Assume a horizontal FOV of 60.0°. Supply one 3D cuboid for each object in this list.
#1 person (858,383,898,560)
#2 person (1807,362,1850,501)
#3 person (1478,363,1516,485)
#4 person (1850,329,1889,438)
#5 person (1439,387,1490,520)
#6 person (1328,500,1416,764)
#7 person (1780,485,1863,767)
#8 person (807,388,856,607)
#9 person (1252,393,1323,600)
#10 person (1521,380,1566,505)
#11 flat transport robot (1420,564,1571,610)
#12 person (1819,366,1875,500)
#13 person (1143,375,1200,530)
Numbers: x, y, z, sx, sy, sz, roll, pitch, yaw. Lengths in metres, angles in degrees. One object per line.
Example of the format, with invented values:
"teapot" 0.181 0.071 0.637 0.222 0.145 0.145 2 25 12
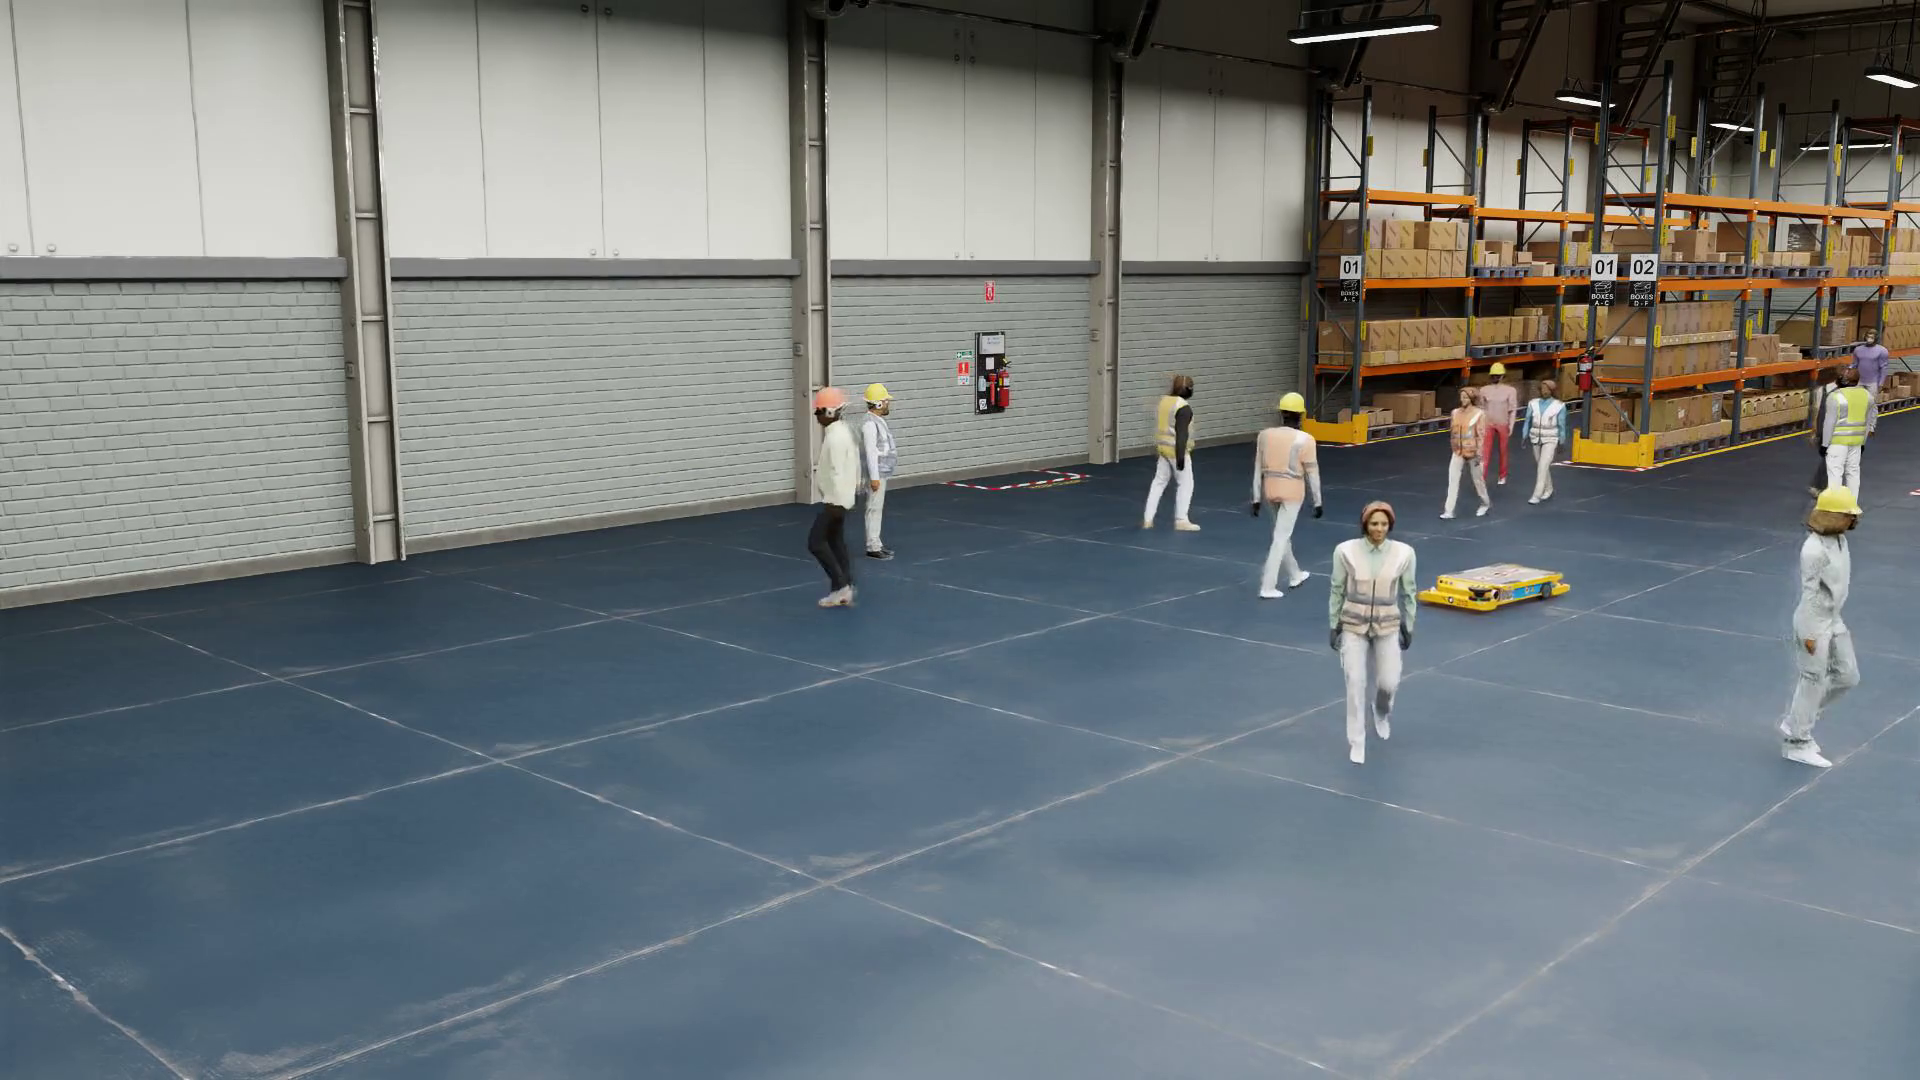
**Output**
"person" -0.854 -0.712 17.317 0.404 1.835 0.599 0 9 2
"person" 11.120 -1.343 21.169 0.409 1.830 0.549 -3 10 -20
"person" 7.406 -1.583 22.985 0.536 1.718 0.899 5 11 28
"person" 16.215 -2.801 29.735 0.364 1.939 0.636 -6 11 -33
"person" 6.156 -1.058 20.114 0.850 1.603 0.518 -7 12 -38
"person" 2.538 0.548 10.290 0.528 1.628 0.459 2 9 10
"person" 5.261 0.523 10.101 0.510 1.728 0.366 -8 12 -41
"person" -1.149 -0.362 14.754 0.460 1.973 0.643 -1 9 -4
"person" 3.070 -0.416 15.359 0.607 1.875 0.970 9 13 43
"person" 7.578 -1.282 21.515 0.878 1.597 0.507 -9 13 -43
"flat transport robot" 4.904 0.416 15.201 1.431 0.197 0.652 -8 12 -39
"person" 10.681 -1.176 20.117 0.627 1.847 0.429 -2 10 -14
"person" 2.427 -0.997 19.206 0.595 1.808 0.661 -3 10 -18
